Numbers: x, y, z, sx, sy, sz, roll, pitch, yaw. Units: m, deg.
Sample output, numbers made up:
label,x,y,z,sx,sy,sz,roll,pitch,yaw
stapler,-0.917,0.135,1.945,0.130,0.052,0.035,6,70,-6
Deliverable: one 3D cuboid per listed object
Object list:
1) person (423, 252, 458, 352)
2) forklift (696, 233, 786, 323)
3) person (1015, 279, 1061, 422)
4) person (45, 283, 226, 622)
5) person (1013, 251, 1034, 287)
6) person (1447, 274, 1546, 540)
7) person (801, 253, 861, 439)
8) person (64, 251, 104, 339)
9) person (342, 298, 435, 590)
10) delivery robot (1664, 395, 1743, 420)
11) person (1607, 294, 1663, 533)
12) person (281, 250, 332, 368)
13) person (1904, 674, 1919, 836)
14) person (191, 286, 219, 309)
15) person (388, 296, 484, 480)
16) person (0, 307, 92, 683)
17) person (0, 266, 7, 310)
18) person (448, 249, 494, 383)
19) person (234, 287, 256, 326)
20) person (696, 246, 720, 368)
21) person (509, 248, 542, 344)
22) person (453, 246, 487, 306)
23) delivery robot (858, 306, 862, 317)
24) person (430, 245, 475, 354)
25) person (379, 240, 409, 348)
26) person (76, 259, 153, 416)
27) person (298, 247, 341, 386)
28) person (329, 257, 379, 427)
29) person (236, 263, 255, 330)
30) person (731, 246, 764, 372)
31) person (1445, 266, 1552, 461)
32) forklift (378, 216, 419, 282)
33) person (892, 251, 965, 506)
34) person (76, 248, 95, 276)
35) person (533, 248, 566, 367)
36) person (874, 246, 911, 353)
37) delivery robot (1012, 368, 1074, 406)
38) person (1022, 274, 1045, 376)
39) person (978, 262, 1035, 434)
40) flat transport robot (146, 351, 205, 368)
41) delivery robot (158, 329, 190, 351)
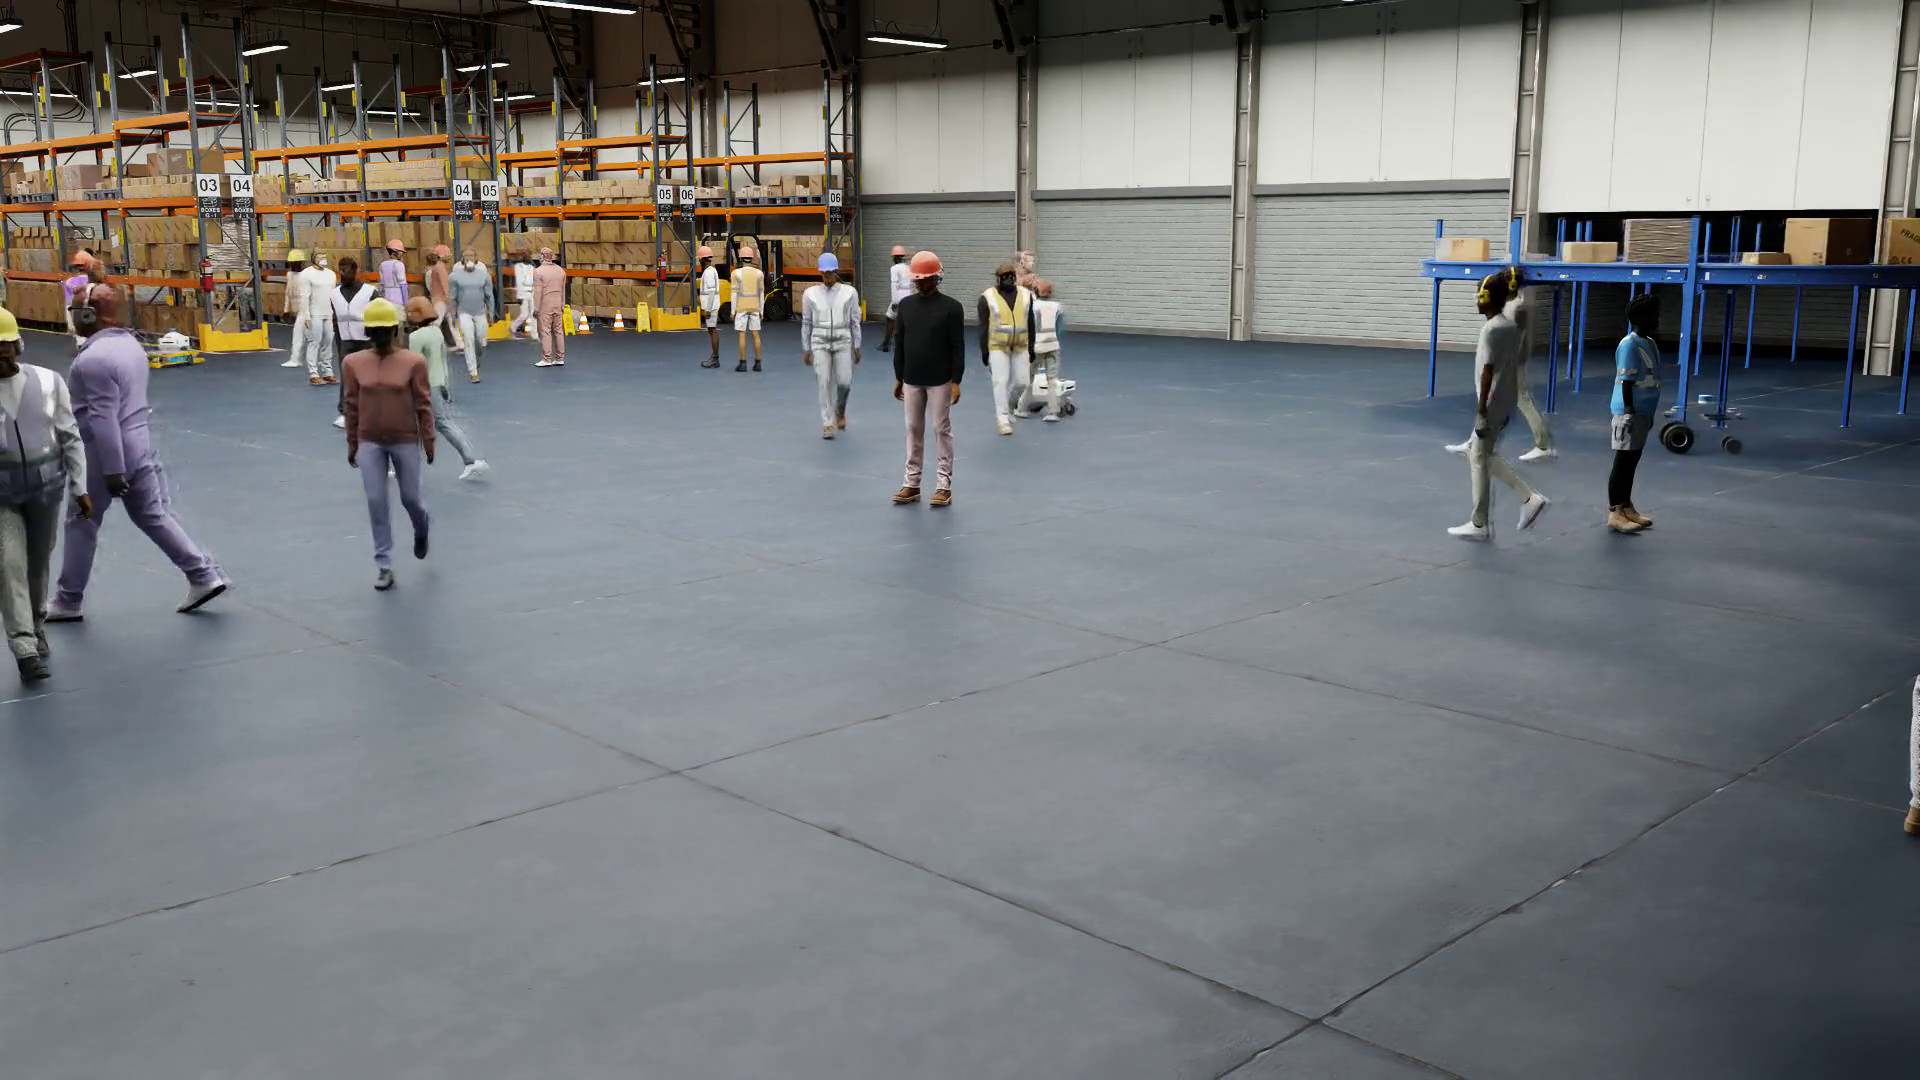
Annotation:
label,x,y,z,sx,sy,sz,roll,pitch,yaw
person,-9.550,-4.319,30.249,0.878,1.806,0.533,-6,12,-28
forklift,-5.496,-6.489,41.108,2.313,2.155,1.214,-10,14,-44
person,0.885,-2.161,18.964,0.548,1.603,0.774,-7,12,-33
person,-4.650,-0.486,9.187,0.996,1.864,0.641,0,10,-2
person,0.856,-3.038,22.982,0.549,1.892,0.670,7,12,32
person,3.739,-0.912,11.528,0.542,1.848,0.542,8,13,37
person,-1.357,-2.037,17.435,0.632,1.928,0.468,-1,10,-5
person,-11.798,-2.949,22.539,0.543,1.894,1.011,1,10,8
person,-3.479,-0.614,10.196,0.529,1.746,0.657,-1,10,-8
delivery robot,7.336,-1.315,16.405,0.698,0.223,0.335,3,11,16
person,4.862,-0.917,11.969,0.318,1.697,0.535,8,13,36
person,-10.644,-3.766,27.006,0.585,1.888,0.964,7,13,34
person,3.519,0.169,5.669,0.430,1.838,0.624,1,10,5
person,-16.948,-5.601,37.339,0.608,1.762,0.959,-5,12,-26
person,-4.571,-1.315,14.431,0.875,1.590,0.509,1,10,6
person,-4.580,-0.248,8.085,0.586,1.787,0.934,-9,14,-42
person,-17.625,-4.364,30.140,0.611,1.930,0.587,-10,14,-42
person,-7.100,-3.265,24.170,0.633,1.921,0.690,-5,11,-24
person,-16.712,-5.852,38.871,0.532,1.698,0.319,-3,11,-15
person,-4.049,-3.751,26.773,0.376,1.934,0.547,-1,10,-5
person,-8.491,-4.757,32.450,0.675,1.867,0.597,5,12,26
person,-9.263,-4.600,31.483,0.651,1.904,0.403,-5,12,-26
delivery robot,-2.557,-5.479,39.820,0.477,0.478,0.707,-2,10,-10
person,-9.230,-4.267,29.568,1.031,1.949,0.638,-4,11,-21
person,-9.456,-4.018,27.960,0.605,2.033,0.392,7,13,34
person,-9.521,-2.190,18.523,0.964,1.832,0.603,-2,11,-9
person,-9.074,-3.176,23.623,0.371,1.939,0.629,5,12,26
person,-6.745,-2.228,18.647,0.605,1.877,0.988,1,10,5
person,-15.971,-5.572,37.298,0.736,1.719,0.495,10,14,44
person,-3.335,-3.616,26.029,0.551,1.935,0.370,-5,12,-28
person,5.146,-1.649,15.630,0.978,1.821,0.519,2,11,10
forklift,-17.868,-9.201,54.028,1.873,2.768,1.129,-10,14,-44
person,-0.264,-1.267,13.087,0.609,1.985,0.398,6,12,28
person,-17.004,-4.780,32.571,0.512,1.868,0.329,-9,14,-40
person,-6.675,-3.768,26.943,0.409,1.907,0.651,7,12,32
person,-1.167,-4.312,29.906,0.880,1.901,0.580,8,13,38
delivery robot,0.988,-1.792,19.713,0.707,0.478,0.477,6,12,29
person,0.894,-2.531,20.941,0.372,1.626,0.541,-6,12,-32
person,0.500,-2.062,17.863,0.639,1.822,0.487,-3,11,-17
flat transport robot,-13.014,-2.953,27.076,0.652,0.197,1.431,1,10,7
delivery robot,-13.269,-3.325,28.073,0.477,0.478,0.707,-2,10,-10
